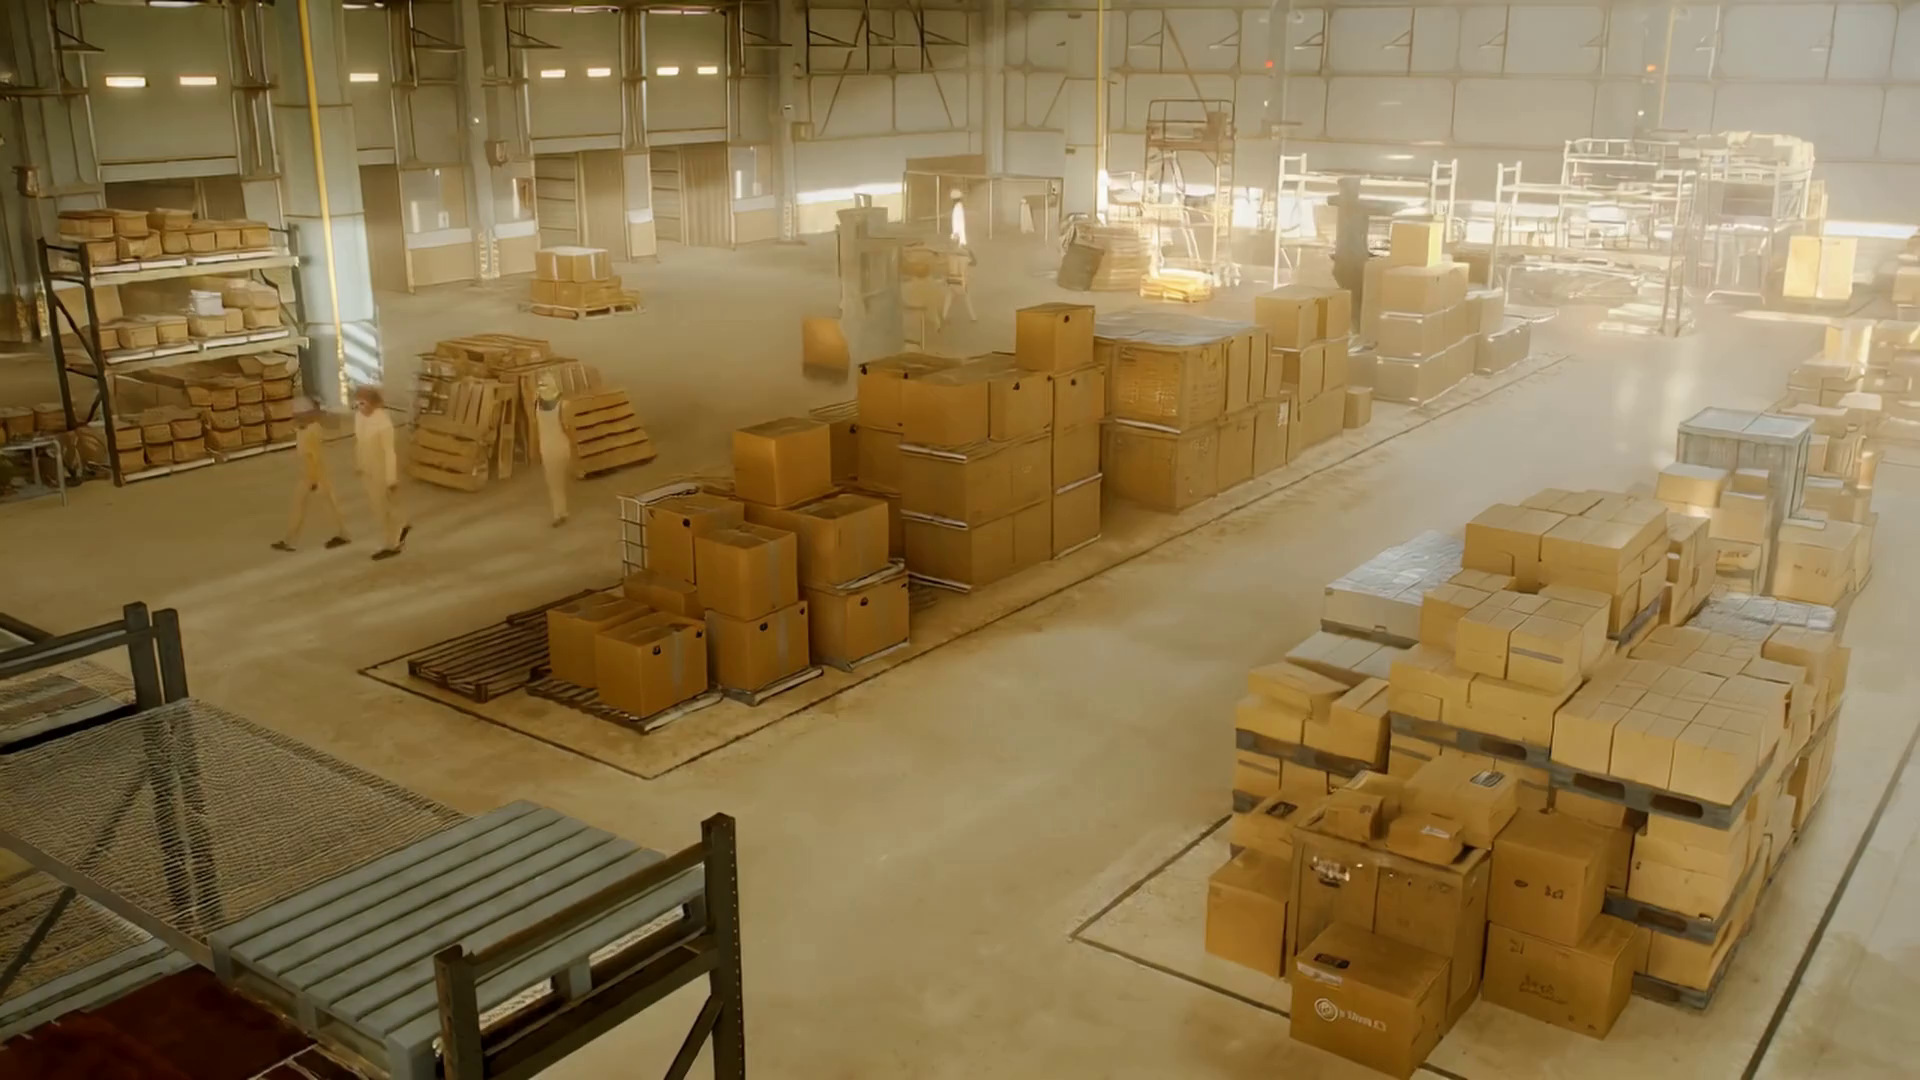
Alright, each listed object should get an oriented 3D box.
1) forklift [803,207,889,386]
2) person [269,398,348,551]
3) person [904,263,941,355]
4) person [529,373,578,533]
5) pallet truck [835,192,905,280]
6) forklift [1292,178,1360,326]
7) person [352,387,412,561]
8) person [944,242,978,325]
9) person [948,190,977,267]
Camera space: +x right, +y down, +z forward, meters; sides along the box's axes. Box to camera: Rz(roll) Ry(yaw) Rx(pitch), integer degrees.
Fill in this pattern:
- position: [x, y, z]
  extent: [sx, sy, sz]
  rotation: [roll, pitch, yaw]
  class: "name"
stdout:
- position: [-1.552, -3.926, 26.774]
  extent: [1.873, 2.768, 1.129]
  rotation: [12, 21, 35]
  class: "forklift"
- position: [-7.111, -0.690, 18.045]
  extent: [0.512, 1.697, 0.866]
  rotation: [15, 22, 41]
  class: "person"
- position: [-0.624, -3.555, 27.169]
  extent: [0.643, 1.924, 0.500]
  rotation: [8, 18, 24]
  class: "person"
- position: [-4.658, -0.987, 18.844]
  extent: [0.539, 1.820, 0.663]
  rotation: [7, 18, 22]
  class: "person"
- position: [-1.936, -7.159, 38.982]
  extent: [1.885, 1.965, 0.823]
  rotation: [-12, 21, -34]
  class: "pallet truck"
- position: [7.463, -5.595, 32.302]
  extent: [1.873, 2.768, 1.129]
  rotation: [5, 18, 17]
  class: "forklift"
- position: [-6.204, -0.722, 17.813]
  extent: [0.651, 1.914, 0.513]
  rotation: [16, 23, 43]
  class: "person"
- position: [-0.017, -5.036, 32.647]
  extent: [0.522, 1.588, 0.896]
  rotation: [12, 21, 36]
  class: "person"
- position: [-0.048, -7.612, 40.675]
  extent: [1.018, 1.889, 0.557]
  rotation: [-2, 17, -7]
  class: "person"
